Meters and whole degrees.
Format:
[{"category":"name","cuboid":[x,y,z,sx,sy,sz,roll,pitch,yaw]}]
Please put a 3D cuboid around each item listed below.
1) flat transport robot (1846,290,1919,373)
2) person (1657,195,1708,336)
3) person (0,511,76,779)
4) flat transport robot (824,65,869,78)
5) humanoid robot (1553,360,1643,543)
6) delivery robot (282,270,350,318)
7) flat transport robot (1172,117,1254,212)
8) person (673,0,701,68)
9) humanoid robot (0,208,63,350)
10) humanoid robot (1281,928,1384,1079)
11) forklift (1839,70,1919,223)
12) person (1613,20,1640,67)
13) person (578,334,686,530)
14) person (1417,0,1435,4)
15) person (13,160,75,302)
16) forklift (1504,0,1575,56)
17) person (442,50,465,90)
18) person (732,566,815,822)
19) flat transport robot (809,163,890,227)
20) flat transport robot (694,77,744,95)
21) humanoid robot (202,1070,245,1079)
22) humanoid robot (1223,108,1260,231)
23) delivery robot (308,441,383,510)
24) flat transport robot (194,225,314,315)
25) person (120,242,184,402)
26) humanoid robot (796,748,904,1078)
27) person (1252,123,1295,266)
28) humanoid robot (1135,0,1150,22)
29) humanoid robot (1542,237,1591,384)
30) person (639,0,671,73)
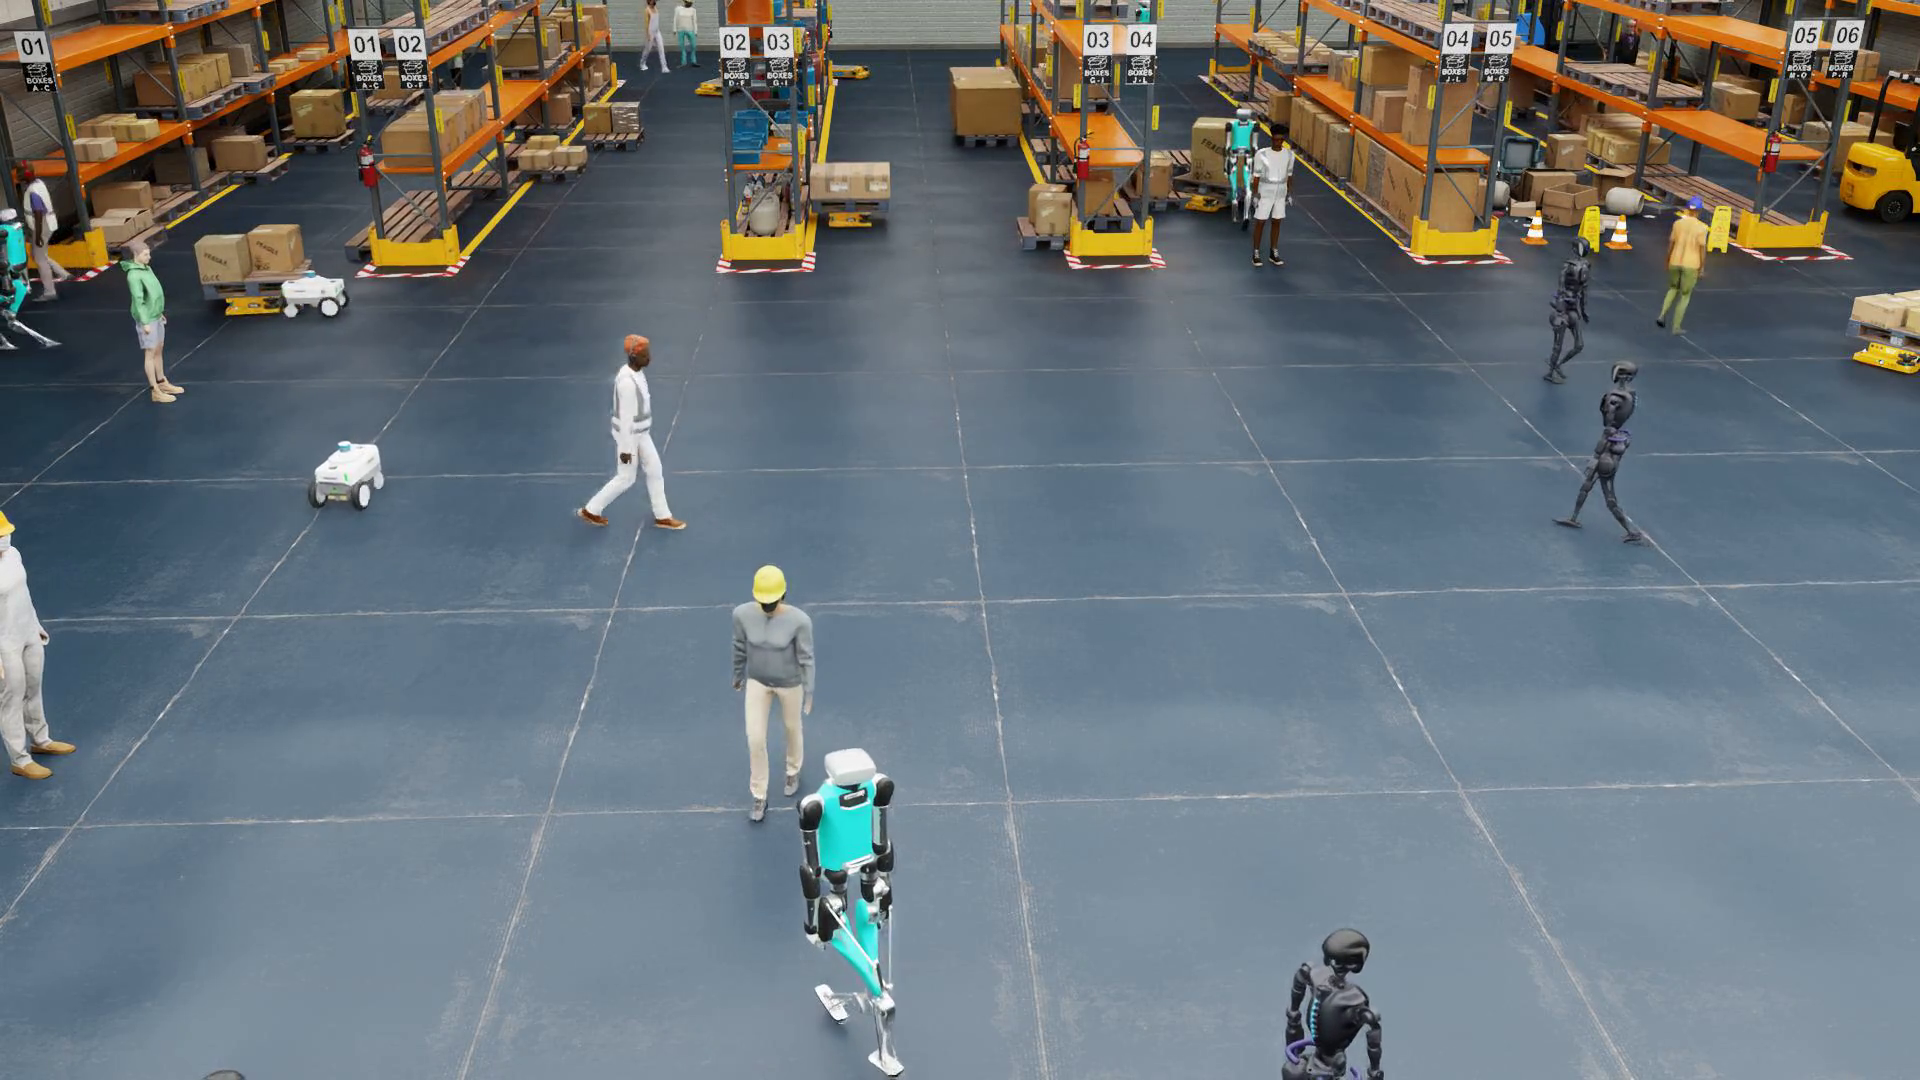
[{"category":"flat transport robot","cuboid":[11.188,-2.232,19.487,1.431,0.231,0.659,-16,29,-32]},{"category":"person","cuboid":[8.804,-3.318,20.164,0.392,1.703,0.462,-17,29,-34]},{"category":"person","cuboid":[-6.253,0.660,10.993,0.378,1.895,0.565,1,24,3]},{"category":"flat transport robot","cuboid":[-2.900,-11.072,39.350,1.431,0.231,0.659,2,24,4]},{"category":"humanoid robot","cuboid":[5.703,-0.779,14.581,0.793,1.644,0.588,14,27,28]},{"category":"delivery robot","cuboid":[-8.208,-3.130,21.146,0.785,0.587,0.499,-2,24,-4]},{"category":"flat transport robot","cuboid":[4.185,-5.569,26.985,0.659,0.231,1.431,19,30,37]},{"category":"person","cuboid":[-6.679,-12.389,40.534,0.636,1.724,0.317,-7,25,-14]},{"category":"humanoid robot","cuboid":[-11.109,-2.972,19.327,0.975,1.730,0.546,0,24,-1]},{"category":"humanoid robot","cuboid":[1.548,2.442,7.289,0.697,1.633,0.589,-15,28,-31]},{"category":"forklift","cuboid":[15.132,-6.143,25.915,2.313,2.155,1.214,-1,24,-2]},{"category":"person","cuboid":[14.099,-10.126,35.329,0.549,1.812,0.965,-2,24,-4]},{"category":"person","cuboid":[-2.949,-0.930,14.628,0.873,1.847,0.621,1,24,3]},{"category":"person","cuboid":[11.686,-13.028,41.865,0.399,1.799,0.590,-14,28,-29]},{"category":"person","cuboid":[-11.947,-4.018,21.576,0.460,1.826,0.597,-11,26,-24]},{"category":"forklift","cuboid":[14.700,-13.805,42.301,1.873,2.768,1.129,-1,24,-2]},{"category":"person","cuboid":[-11.271,-10.743,36.943,0.534,1.621,0.943,-5,24,-10]},{"category":"person","cuboid":[-1.196,0.947,10.536,0.566,1.728,0.759,3,24,6]},{"category":"flat transport robot","cuboid":[-1.701,-5.134,26.009,0.659,0.231,1.431,-1,24,-2]},{"category":"flat transport robot","cuboid":[-5.336,-10.216,37.428,0.659,0.231,1.431,9,26,20]},{"category":"humanoid robot","cuboid":[-2.829,2.784,6.545,0.609,1.628,0.780,16,28,31]},{"category":"humanoid robot","cuboid":[4.303,-5.594,25.278,0.537,1.772,0.964,0,24,0]},{"category":"delivery robot","cuboid":[-5.706,-0.629,15.512,0.499,0.577,0.769,3,24,6]},{"category":"flat transport robot","cuboid":[-9.097,-3.214,21.694,0.659,0.231,1.431,-4,24,-10]},{"category":"person","cuboid":[-8.755,-2.365,17.981,0.342,1.737,0.470,-2,24,-4]},{"category":"humanoid robot","cuboid":[-0.439,1.949,8.344,0.555,1.761,1.045,-16,29,-32]},{"category":"person","cuboid":[4.364,-4.823,23.223,0.603,1.966,0.367,-6,25,-12]},{"category":"humanoid robot","cuboid":[4.139,-11.843,39.114,0.533,1.677,0.735,-18,30,-35]},{"category":"humanoid robot","cuboid":[6.764,-2.551,18.459,0.603,1.648,0.339,-18,29,-34]},{"category":"person","cuboid":[-7.407,-12.177,39.937,0.963,1.814,0.518,17,29,34]}]
